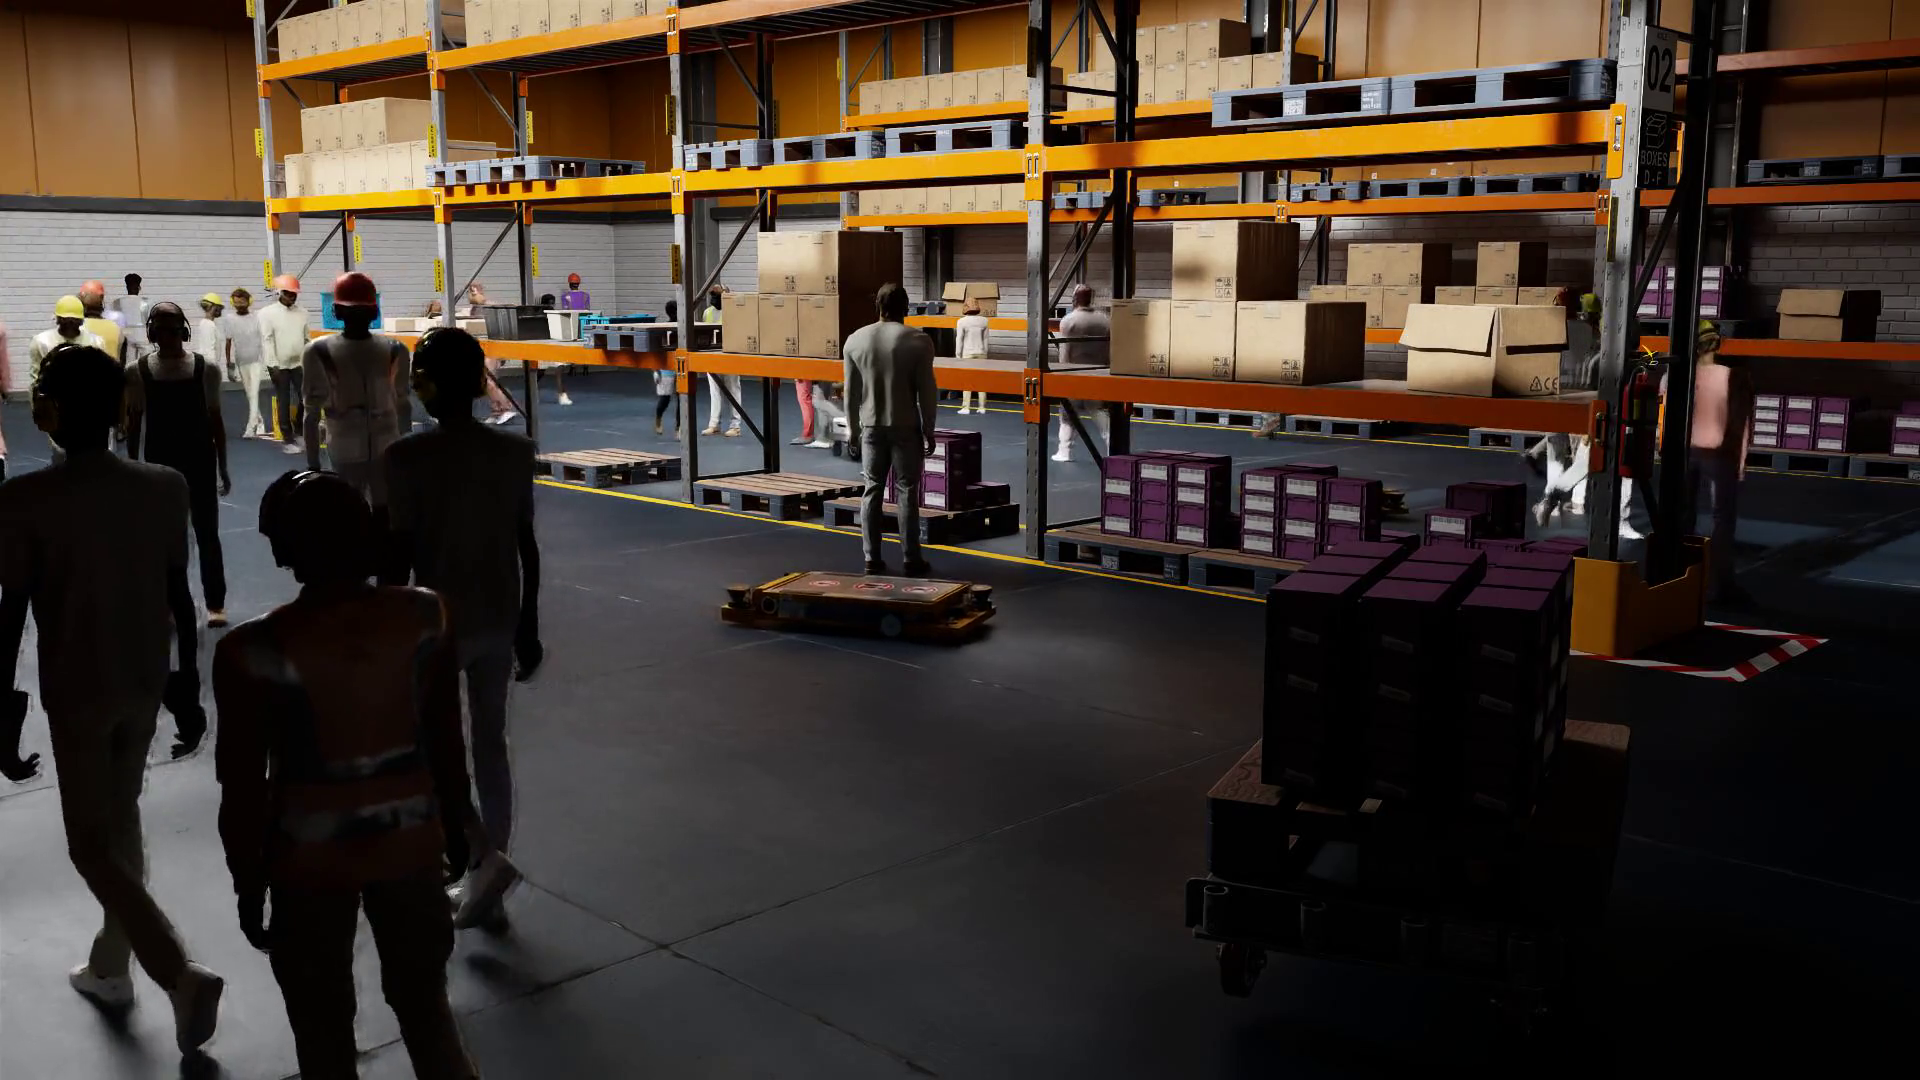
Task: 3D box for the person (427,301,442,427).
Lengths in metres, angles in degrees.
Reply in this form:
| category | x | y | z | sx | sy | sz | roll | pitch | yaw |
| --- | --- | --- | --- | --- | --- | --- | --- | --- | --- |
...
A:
| category | x | y | z | sx | sy | sz | roll | pitch | yaw |
| --- | --- | --- | --- | --- | --- | --- | --- | --- | --- |
| person | -6.594 | -2.228 | 21.138 | 0.403 | 1.613 | 0.526 | 1 | 9 | 7 |

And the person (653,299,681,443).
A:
| category | x | y | z | sx | sy | sz | roll | pitch | yaw |
| --- | --- | --- | --- | --- | --- | --- | --- | --- | --- |
| person | -3.378 | -1.988 | 19.513 | 0.533 | 1.677 | 0.607 | -5 | 10 | -27 |

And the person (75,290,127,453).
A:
| category | x | y | z | sx | sy | sz | roll | pitch | yaw |
| --- | --- | --- | --- | --- | --- | --- | --- | --- | --- |
| person | -7.865 | -1.356 | 15.164 | 0.563 | 1.831 | 0.642 | 4 | 10 | 21 |

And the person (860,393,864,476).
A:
| category | x | y | z | sx | sy | sz | roll | pitch | yaw |
| --- | --- | --- | --- | --- | --- | --- | --- | --- | --- |
| person | -0.780 | -1.434 | 16.223 | 0.523 | 1.642 | 0.306 | -6 | 11 | -31 |

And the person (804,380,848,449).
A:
| category | x | y | z | sx | sy | sz | roll | pitch | yaw |
| --- | --- | --- | --- | --- | --- | --- | --- | --- | --- |
| person | -1.447 | -1.942 | 18.525 | 0.646 | 1.906 | 0.601 | 2 | 9 | 10 |

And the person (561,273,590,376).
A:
| category | x | y | z | sx | sy | sz | roll | pitch | yaw |
| --- | --- | --- | --- | --- | --- | --- | --- | --- | --- |
| person | -7.266 | -4.072 | 31.478 | 0.545 | 1.942 | 0.350 | -5 | 11 | -29 |

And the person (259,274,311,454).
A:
| category | x | y | z | sx | sy | sz | roll | pitch | yaw |
| --- | --- | --- | --- | --- | --- | --- | --- | --- | --- |
| person | -7.325 | -1.915 | 18.180 | 0.459 | 1.972 | 0.600 | 8 | 12 | 42 |

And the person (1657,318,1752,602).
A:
| category | x | y | z | sx | sy | sz | roll | pitch | yaw |
| --- | --- | --- | --- | --- | --- | --- | --- | --- | --- |
| person | 4.559 | -0.492 | 10.184 | 0.599 | 1.726 | 0.436 | 7 | 12 | 38 |

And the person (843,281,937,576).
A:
| category | x | y | z | sx | sy | sz | roll | pitch | yaw |
| --- | --- | --- | --- | --- | --- | --- | --- | --- | --- |
| person | -0.454 | -0.727 | 10.981 | 0.633 | 1.938 | 0.356 | 3 | 10 | 16 |

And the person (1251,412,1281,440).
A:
| category | x | y | z | sx | sy | sz | roll | pitch | yaw |
| --- | --- | --- | --- | --- | --- | --- | --- | --- | --- |
| person | 3.602 | -2.135 | 19.665 | 0.441 | 1.920 | 0.649 | 9 | 13 | 43 |

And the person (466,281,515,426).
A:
| category | x | y | z | sx | sy | sz | roll | pitch | yaw |
| --- | --- | --- | --- | --- | --- | --- | --- | --- | --- |
| person | -6.151 | -2.411 | 21.543 | 0.452 | 1.868 | 0.675 | -7 | 12 | -38 |

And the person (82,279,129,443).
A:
| category | x | y | z | sx | sy | sz | roll | pitch | yaw |
| --- | --- | --- | --- | --- | --- | --- | --- | --- | --- |
| person | -9.596 | -1.963 | 18.641 | 0.550 | 1.919 | 0.770 | -3 | 10 | -19 |

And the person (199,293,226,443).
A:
| category | x | y | z | sx | sy | sz | roll | pitch | yaw |
| --- | --- | --- | --- | --- | --- | --- | --- | --- | --- |
| person | -8.756 | -2.012 | 19.475 | 0.383 | 1.754 | 0.595 | -4 | 10 | -23 |

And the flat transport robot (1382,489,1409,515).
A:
| category | x | y | z | sx | sy | sz | roll | pitch | yaw |
| --- | --- | --- | --- | --- | --- | --- | --- | --- | --- |
| flat transport robot | 3.090 | -0.383 | 13.968 | 0.652 | 0.197 | 1.431 | -3 | 10 | -18 |

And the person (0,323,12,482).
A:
| category | x | y | z | sx | sy | sz | roll | pitch | yaw |
| --- | --- | --- | --- | --- | --- | --- | --- | --- | --- |
| person | -9.149 | -1.420 | 15.431 | 0.648 | 1.879 | 0.820 | -8 | 12 | -42 |

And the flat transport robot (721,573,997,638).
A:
| category | x | y | z | sx | sy | sz | roll | pitch | yaw |
| --- | --- | --- | --- | --- | --- | --- | --- | --- | --- |
| flat transport robot | -0.571 | 0.354 | 9.456 | 1.431 | 0.197 | 0.652 | 3 | 10 | 19 |

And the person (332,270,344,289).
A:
| category | x | y | z | sx | sy | sz | roll | pitch | yaw |
| --- | --- | --- | --- | --- | --- | --- | --- | --- | --- |
| person | -7.580 | -2.402 | 21.024 | 0.569 | 2.013 | 0.656 | -1 | 9 | -4 |

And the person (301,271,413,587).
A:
| category | x | y | z | sx | sy | sz | roll | pitch | yaw |
| --- | --- | --- | --- | --- | --- | --- | --- | --- | --- |
| person | -3.451 | -0.529 | 9.549 | 0.613 | 2.018 | 0.836 | -6 | 11 | -31 |

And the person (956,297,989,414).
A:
| category | x | y | z | sx | sy | sz | roll | pitch | yaw |
| --- | --- | --- | --- | --- | --- | --- | --- | --- | --- |
| person | 0.169 | -2.565 | 23.211 | 0.499 | 1.628 | 0.277 | -4 | 10 | -23 |

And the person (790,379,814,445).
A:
| category | x | y | z | sx | sy | sz | roll | pitch | yaw |
| --- | --- | --- | --- | --- | --- | --- | --- | --- | --- |
| person | -1.855 | -1.981 | 19.226 | 0.334 | 1.763 | 0.521 | 0 | 9 | -1 |

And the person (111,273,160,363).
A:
| category | x | y | z | sx | sy | sz | roll | pitch | yaw |
| --- | --- | --- | --- | --- | --- | --- | --- | --- | --- |
| person | -11.876 | -2.862 | 24.008 | 0.604 | 1.959 | 0.377 | -2 | 9 | -10 |

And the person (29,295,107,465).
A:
| category | x | y | z | sx | sy | sz | roll | pitch | yaw |
| --- | --- | --- | --- | --- | --- | --- | --- | --- | --- |
| person | -7.394 | -1.133 | 13.868 | 0.593 | 1.807 | 0.448 | -8 | 12 | -40 |

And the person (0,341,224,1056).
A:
| category | x | y | z | sx | sy | sz | roll | pitch | yaw |
| --- | --- | --- | --- | --- | --- | --- | --- | --- | --- |
| person | -2.206 | 0.410 | 4.325 | 0.832 | 1.845 | 0.520 | 7 | 11 | 35 |

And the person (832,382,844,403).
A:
| category | x | y | z | sx | sy | sz | roll | pitch | yaw |
| --- | --- | --- | --- | --- | --- | --- | --- | --- | --- |
| person | -1.269 | -2.156 | 19.834 | 0.564 | 1.913 | 0.659 | -8 | 12 | -40 |

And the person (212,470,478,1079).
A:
| category | x | y | z | sx | sy | sz | roll | pitch | yaw |
| --- | --- | --- | --- | --- | --- | --- | --- | --- | --- |
| person | -1.214 | 0.666 | 3.387 | 0.528 | 1.620 | 0.570 | -7 | 12 | -38 |

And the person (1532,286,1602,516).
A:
| category | x | y | z | sx | sy | sz | roll | pitch | yaw |
| --- | --- | --- | --- | --- | --- | --- | --- | --- | --- |
| person | 4.970 | -1.136 | 13.663 | 0.575 | 1.882 | 0.360 | -2 | 10 | -13 |

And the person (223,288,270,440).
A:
| category | x | y | z | sx | sy | sz | roll | pitch | yaw |
| --- | --- | --- | --- | --- | --- | --- | --- | --- | --- |
| person | -8.499 | -2.114 | 19.925 | 0.531 | 1.811 | 1.006 | -1 | 9 | -9 |

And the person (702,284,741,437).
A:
| category | x | y | z | sx | sy | sz | roll | pitch | yaw |
| --- | --- | --- | --- | --- | --- | --- | --- | --- | --- |
| person | -2.866 | -2.166 | 20.111 | 0.624 | 1.841 | 0.430 | 5 | 11 | 29 |

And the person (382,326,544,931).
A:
| category | x | y | z | sx | sy | sz | roll | pitch | yaw |
| --- | --- | --- | --- | --- | --- | --- | --- | --- | --- |
| person | -1.469 | 0.288 | 5.022 | 0.479 | 1.850 | 0.550 | 9 | 13 | 44 |

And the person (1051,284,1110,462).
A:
| category | x | y | z | sx | sy | sz | roll | pitch | yaw |
| --- | --- | --- | --- | --- | --- | --- | --- | --- | --- |
| person | 1.320 | -1.713 | 17.249 | 0.655 | 1.879 | 0.867 | -6 | 11 | -32 |

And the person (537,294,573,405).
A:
| category | x | y | z | sx | sy | sz | roll | pitch | yaw |
| --- | --- | --- | --- | --- | --- | --- | --- | --- | --- |
| person | -6.178 | -2.852 | 24.862 | 0.842 | 1.661 | 0.538 | 7 | 12 | 36 |

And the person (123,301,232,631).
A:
| category | x | y | z | sx | sy | sz | roll | pitch | yaw |
| --- | --- | --- | --- | --- | --- | --- | --- | --- | --- |
| person | -4.368 | -0.408 | 9.324 | 0.523 | 1.843 | 0.339 | -4 | 10 | -25 |

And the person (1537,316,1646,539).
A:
| category | x | y | z | sx | sy | sz | roll | pitch | yaw |
| --- | --- | --- | --- | --- | --- | --- | --- | --- | --- |
| person | 4.876 | -0.885 | 12.702 | 0.499 | 1.706 | 0.823 | -4 | 10 | -24 |

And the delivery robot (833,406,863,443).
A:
| category | x | y | z | sx | sy | sz | roll | pitch | yaw |
| --- | --- | --- | --- | --- | --- | --- | --- | --- | --- |
| delivery robot | -1.055 | -1.189 | 17.760 | 0.477 | 0.478 | 0.707 | -7 | 11 | -35 |

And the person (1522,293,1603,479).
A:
| category | x | y | z | sx | sy | sz | roll | pitch | yaw |
| --- | --- | --- | --- | --- | --- | --- | --- | --- | --- |
| person | 5.895 | -1.467 | 15.961 | 0.842 | 1.800 | 0.599 | 4 | 10 | 26 |
